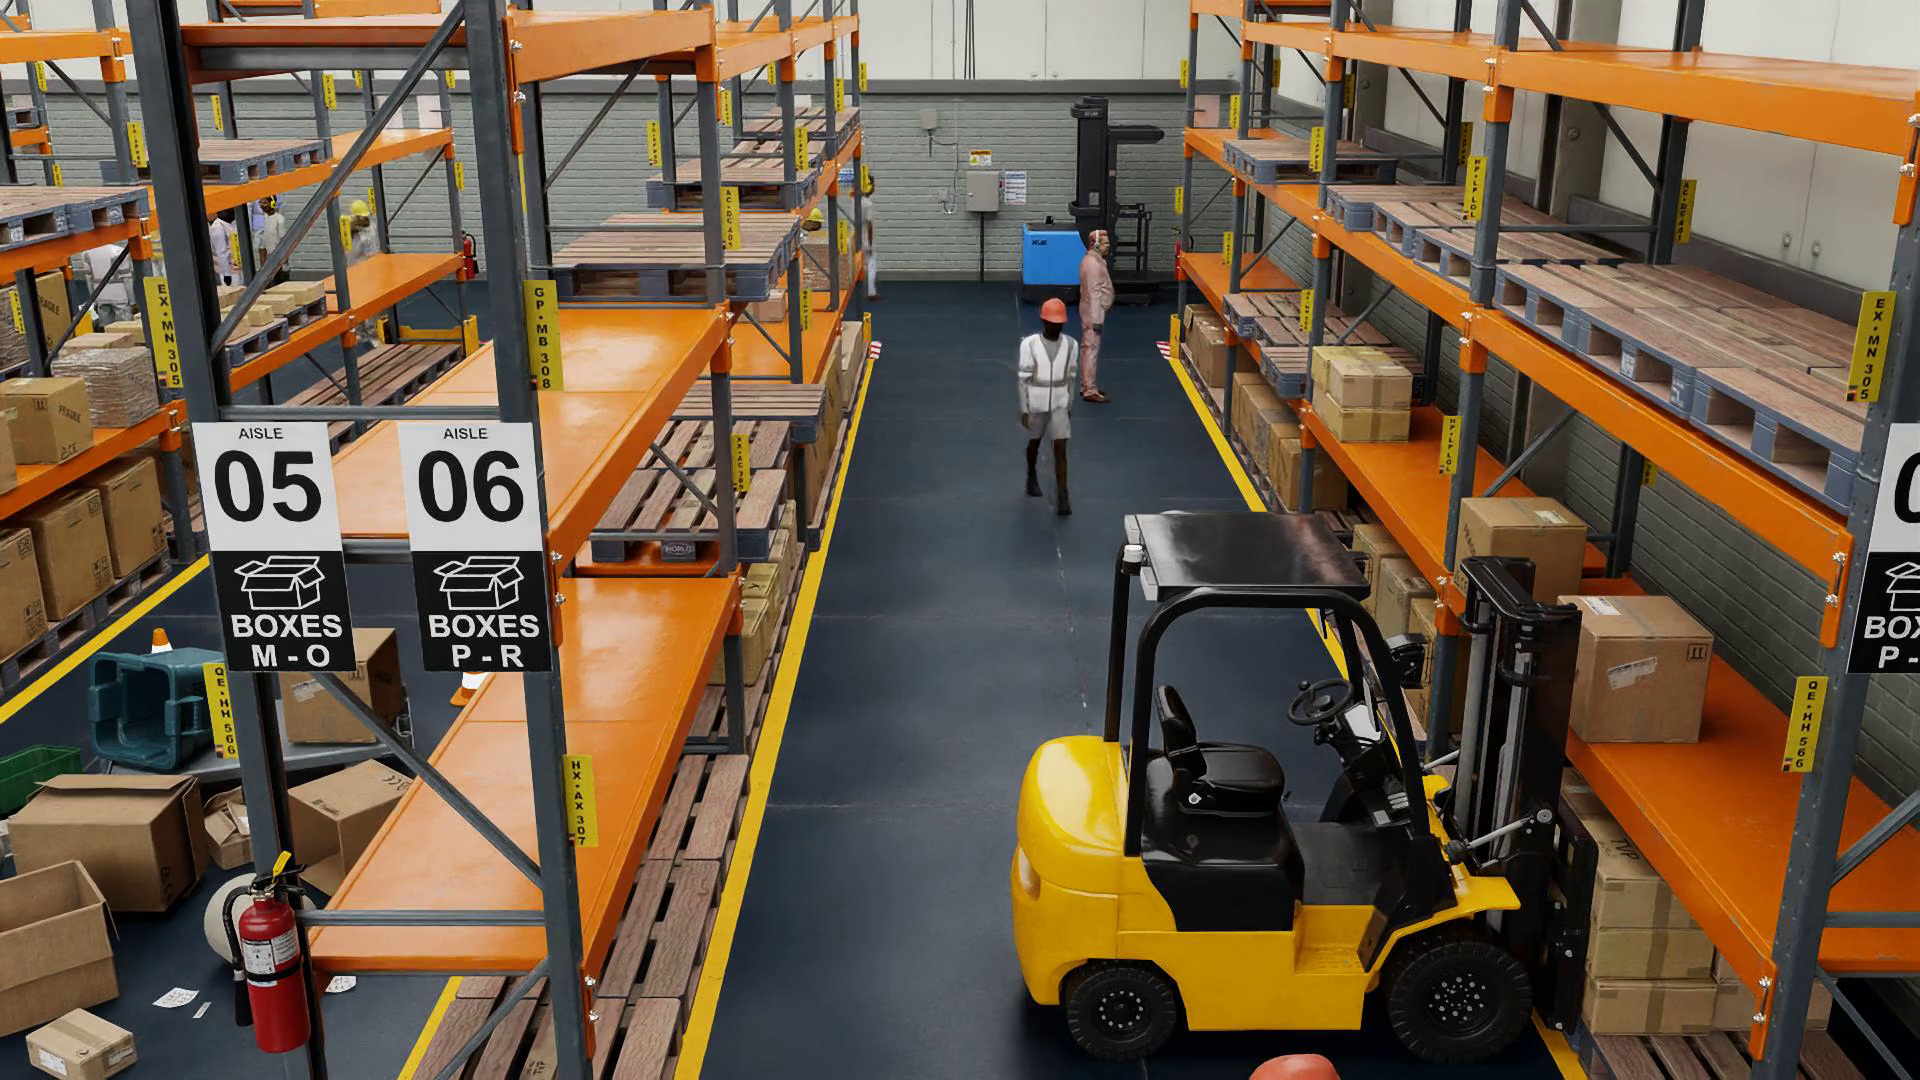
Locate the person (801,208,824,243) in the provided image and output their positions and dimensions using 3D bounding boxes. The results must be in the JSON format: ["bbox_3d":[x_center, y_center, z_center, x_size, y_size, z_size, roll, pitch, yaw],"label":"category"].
[{"bbox_3d":[-1.915,-3.474,21.799,0.317,1.733,0.490,0,18,-1],"label":"person"}]

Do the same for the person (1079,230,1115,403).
[{"bbox_3d":[1.524,-2.510,18.604,0.403,1.911,0.637,0,18,0],"label":"person"}]

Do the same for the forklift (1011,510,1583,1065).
[{"bbox_3d":[1.387,1.055,7.378,2.313,2.155,1.214,0,18,0],"label":"forklift"}]

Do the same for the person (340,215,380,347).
[{"bbox_3d":[-7.743,-3.333,21.437,0.610,1.697,0.353,7,19,19],"label":"person"}]

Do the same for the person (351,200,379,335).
[{"bbox_3d":[-8.030,-3.644,22.213,0.668,1.802,0.610,6,19,18],"label":"person"}]

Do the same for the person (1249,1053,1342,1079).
[{"bbox_3d":[0.777,2.184,4.203,0.393,2.041,0.614,-9,20,-25],"label":"person"}]

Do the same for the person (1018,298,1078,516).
[{"bbox_3d":[0.771,-1.217,14.743,0.551,1.894,0.985,-3,18,-8],"label":"person"}]

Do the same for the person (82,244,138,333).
[{"bbox_3d":[-9.975,-2.850,19.607,0.543,1.929,0.387,1,18,4],"label":"person"}]

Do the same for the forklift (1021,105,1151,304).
[{"bbox_3d":[1.857,-4.944,24.441,1.873,2.768,1.129,0,18,0],"label":"forklift"}]

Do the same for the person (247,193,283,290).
[{"bbox_3d":[-10.692,-4.833,25.581,0.552,1.935,0.365,-13,22,-34],"label":"person"}]

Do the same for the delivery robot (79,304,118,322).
[{"bbox_3d":[-11.496,-3.060,22.244,0.477,0.478,0.707,7,19,20],"label":"delivery robot"}]

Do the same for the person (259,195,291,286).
[{"bbox_3d":[-9.269,-3.804,22.602,0.509,1.862,0.326,17,25,41],"label":"person"}]

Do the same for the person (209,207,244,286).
[{"bbox_3d":[-9.527,-3.528,21.791,0.429,1.839,0.633,-3,18,-8],"label":"person"}]
